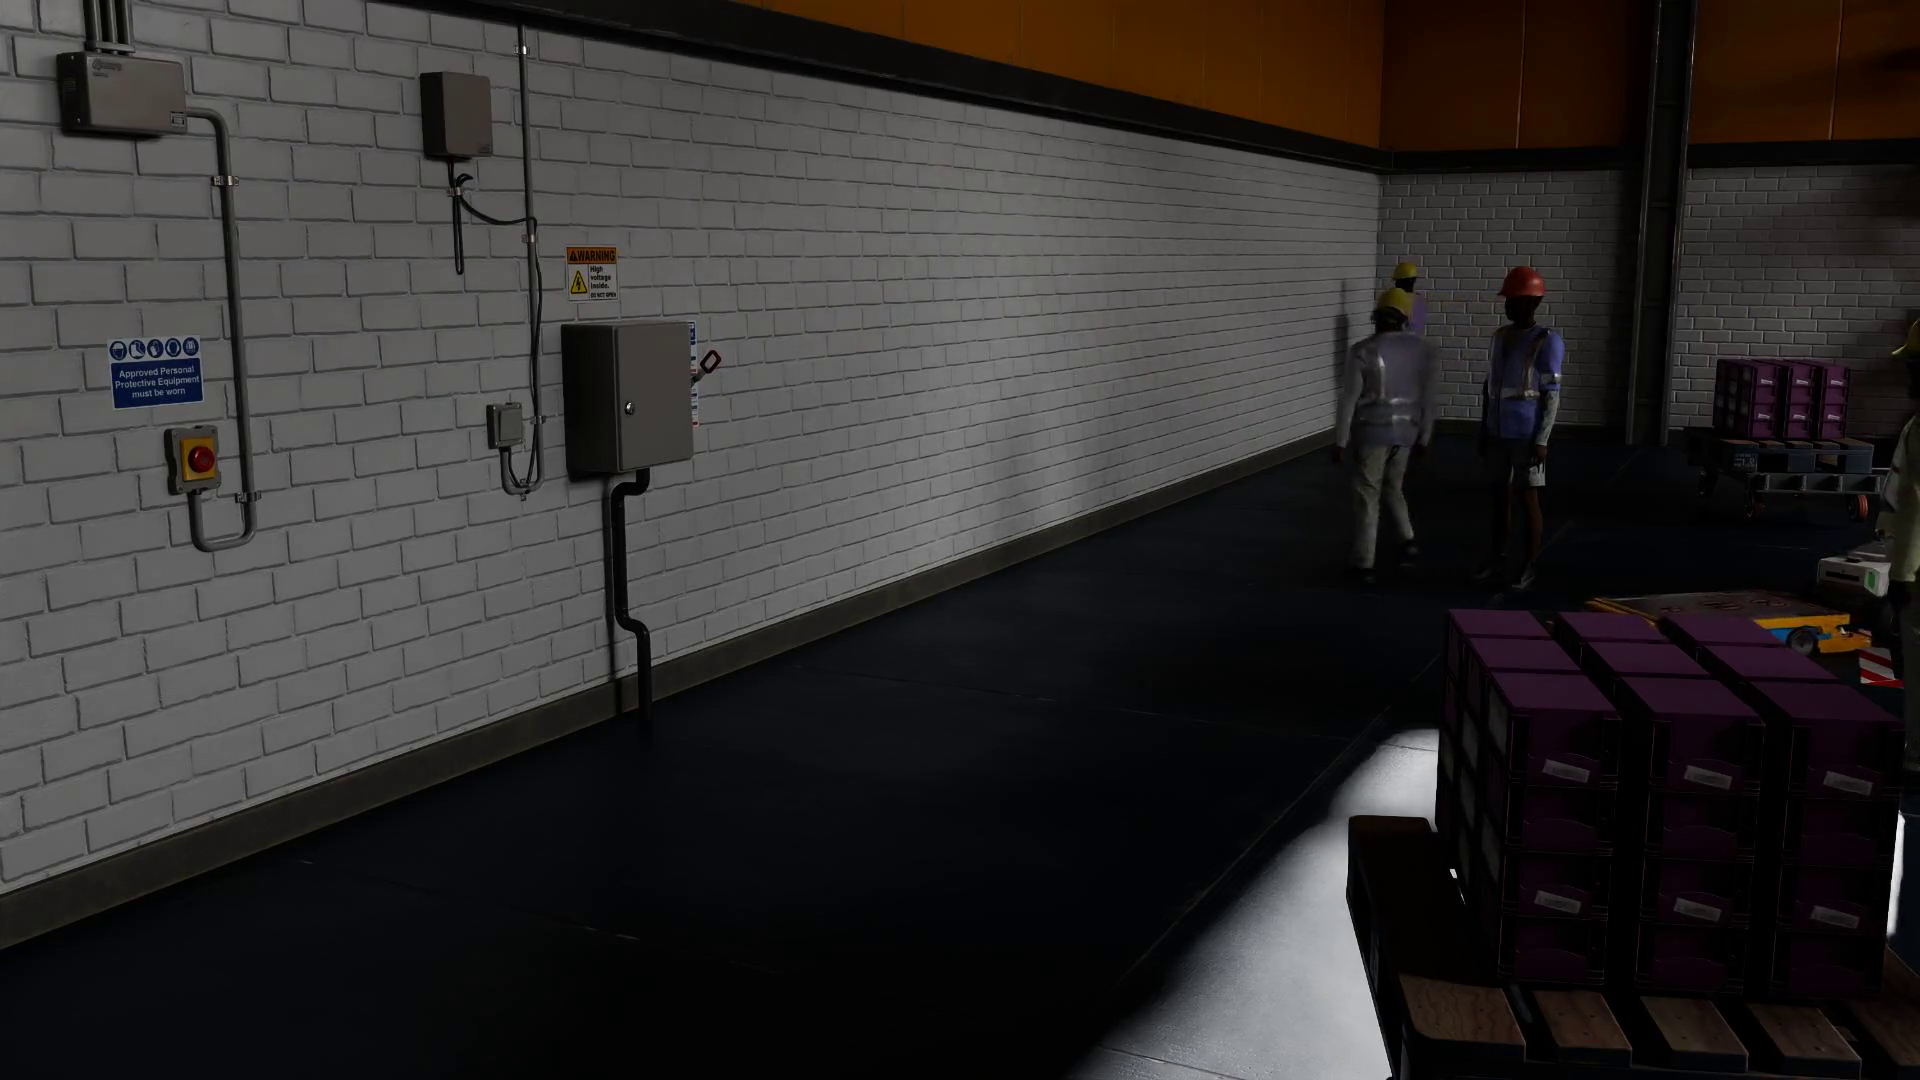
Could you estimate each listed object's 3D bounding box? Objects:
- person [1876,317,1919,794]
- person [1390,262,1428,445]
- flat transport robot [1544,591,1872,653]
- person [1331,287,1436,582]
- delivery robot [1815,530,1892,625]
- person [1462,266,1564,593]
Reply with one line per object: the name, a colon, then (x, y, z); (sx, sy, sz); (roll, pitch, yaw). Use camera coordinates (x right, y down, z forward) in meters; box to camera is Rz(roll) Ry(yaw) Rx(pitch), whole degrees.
person: (3.641, 0.051, 6.216); (0.601, 1.828, 0.403); (-8, 13, -39)
person: (4.643, -1.931, 17.378); (0.366, 1.928, 0.585); (8, 13, 40)
flat transport robot: (3.807, 0.432, 8.492); (1.431, 0.197, 0.652); (-2, 10, -12)
person: (2.599, -0.640, 10.227); (0.633, 1.812, 0.431); (-4, 10, -20)
delivery robot: (4.885, 0.189, 8.808); (0.707, 0.478, 0.477); (-6, 11, -29)
person: (3.322, -0.657, 9.965); (0.349, 1.942, 0.545); (-5, 11, -28)
